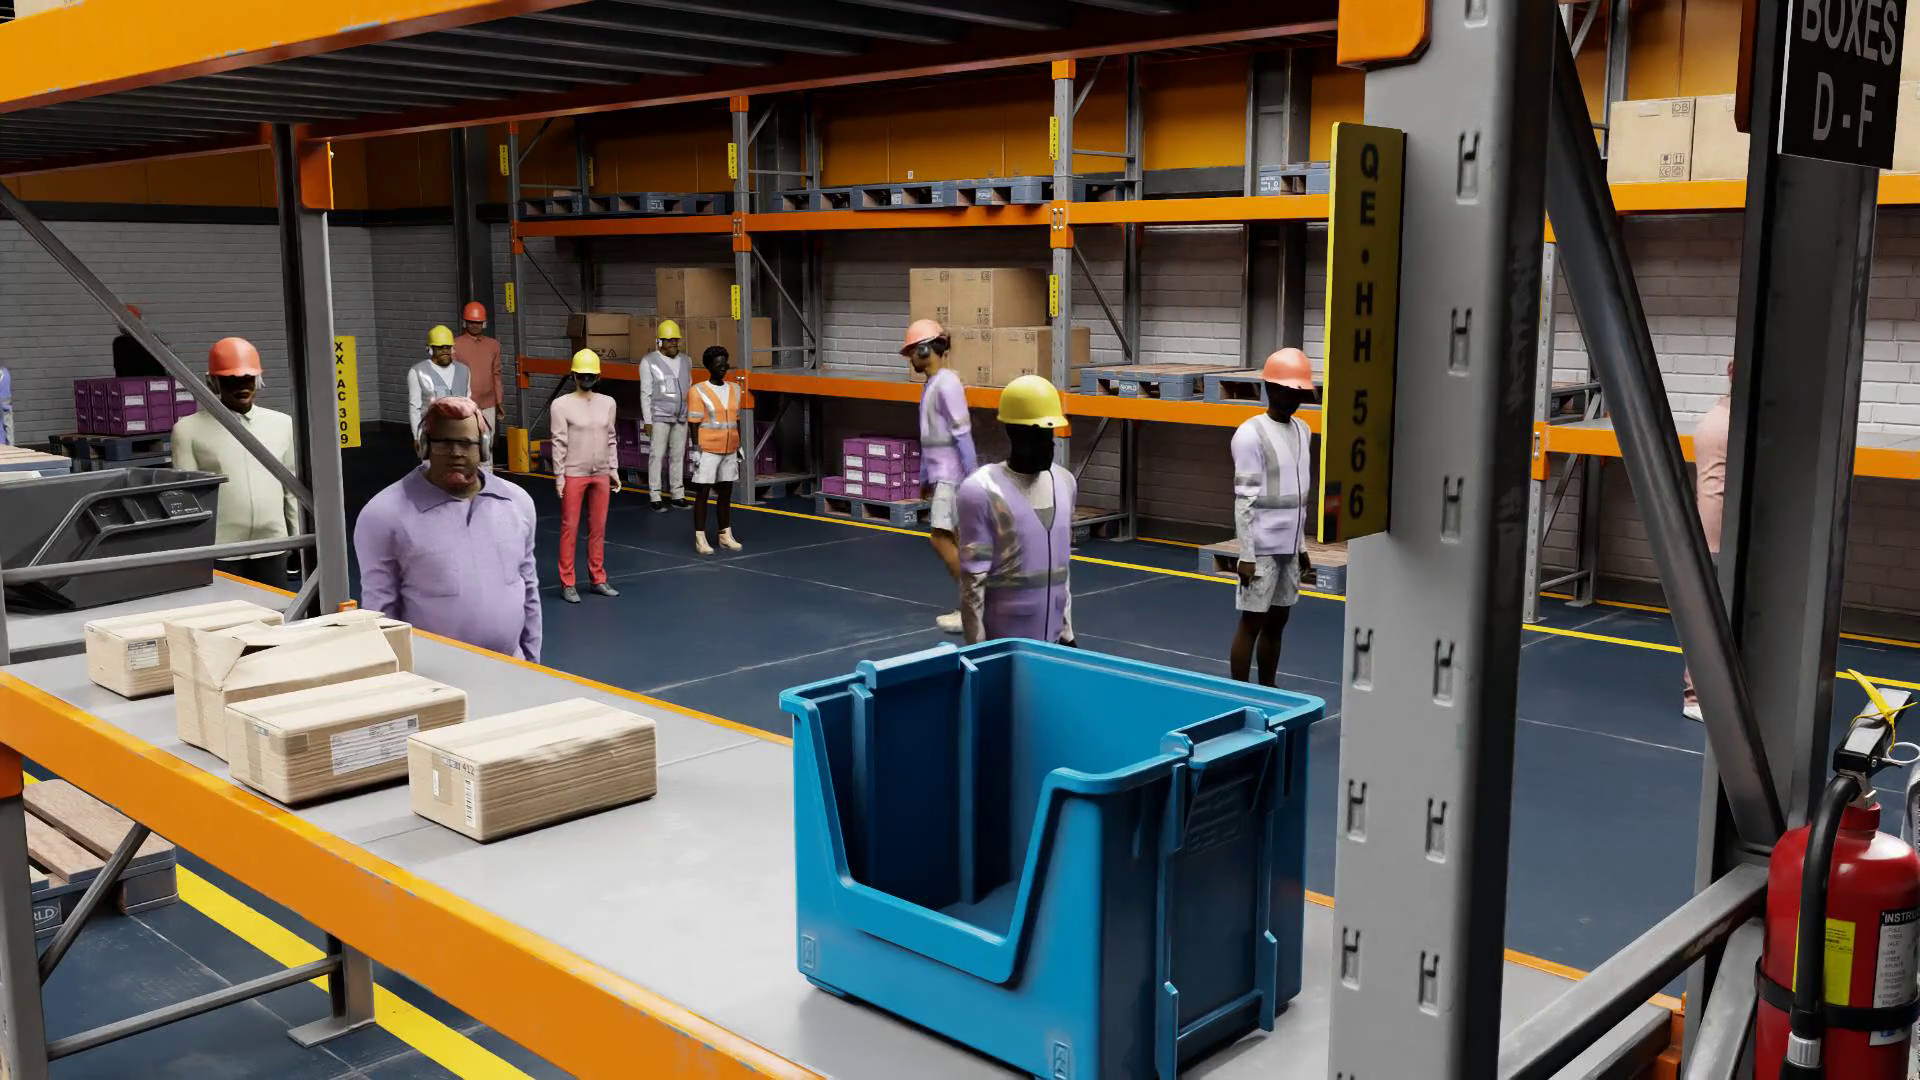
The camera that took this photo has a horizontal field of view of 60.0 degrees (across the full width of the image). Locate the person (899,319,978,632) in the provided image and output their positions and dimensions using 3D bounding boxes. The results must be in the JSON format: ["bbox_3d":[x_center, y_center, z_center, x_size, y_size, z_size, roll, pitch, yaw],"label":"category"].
[{"bbox_3d":[-0.098,-0.410,10.656,0.573,1.993,0.629,-2,9,-10],"label":"person"}]

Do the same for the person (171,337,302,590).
[{"bbox_3d":[-3.426,0.028,7.981,0.613,1.994,0.395,-9,13,-44],"label":"person"}]

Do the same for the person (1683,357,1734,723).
[{"bbox_3d":[3.970,-0.010,8.483,0.643,1.908,0.399,-9,13,-44],"label":"person"}]

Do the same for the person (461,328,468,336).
[{"bbox_3d":[-5.708,-1.666,19.471,0.502,1.632,0.279,-9,13,-44],"label":"person"}]

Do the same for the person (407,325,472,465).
[{"bbox_3d":[-4.472,-0.942,14.426,0.592,1.832,0.404,-9,13,-44],"label":"person"}]

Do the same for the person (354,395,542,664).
[{"bbox_3d":[-1.654,0.469,5.556,0.643,1.905,0.399,-9,13,-44],"label":"person"}]

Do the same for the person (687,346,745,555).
[{"bbox_3d":[-1.982,-0.735,13.567,0.537,1.695,0.321,-9,13,-44],"label":"person"}]

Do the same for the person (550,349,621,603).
[{"bbox_3d":[-2.598,-0.450,11.617,0.527,1.765,0.329,-9,13,-44],"label":"person"}]

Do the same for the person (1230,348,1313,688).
[{"bbox_3d":[1.566,0.020,8.214,0.548,1.934,0.376,-9,13,-44],"label":"person"}]

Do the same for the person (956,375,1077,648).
[{"bbox_3d":[0.243,0.344,6.253,0.590,1.926,0.388,-9,13,-44],"label":"person"}]

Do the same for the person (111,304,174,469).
[{"bbox_3d":[-9.223,-1.702,18.826,0.627,1.933,1.089,3,10,20],"label":"person"}]

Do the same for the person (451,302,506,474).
[{"bbox_3d":[-4.800,-1.365,16.532,0.613,1.991,0.392,-9,13,-44],"label":"person"}]

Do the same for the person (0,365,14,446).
[{"bbox_3d":[-7.550,-0.728,12.799,0.548,1.934,0.376,-9,13,-44],"label":"person"}]

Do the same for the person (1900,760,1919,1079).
[{"bbox_3d":[1.747,0.899,2.781,0.606,1.947,0.406,-9,13,-44],"label":"person"}]

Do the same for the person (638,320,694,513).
[{"bbox_3d":[-2.772,-1.182,15.896,0.592,1.832,0.404,-9,13,-44],"label":"person"}]
